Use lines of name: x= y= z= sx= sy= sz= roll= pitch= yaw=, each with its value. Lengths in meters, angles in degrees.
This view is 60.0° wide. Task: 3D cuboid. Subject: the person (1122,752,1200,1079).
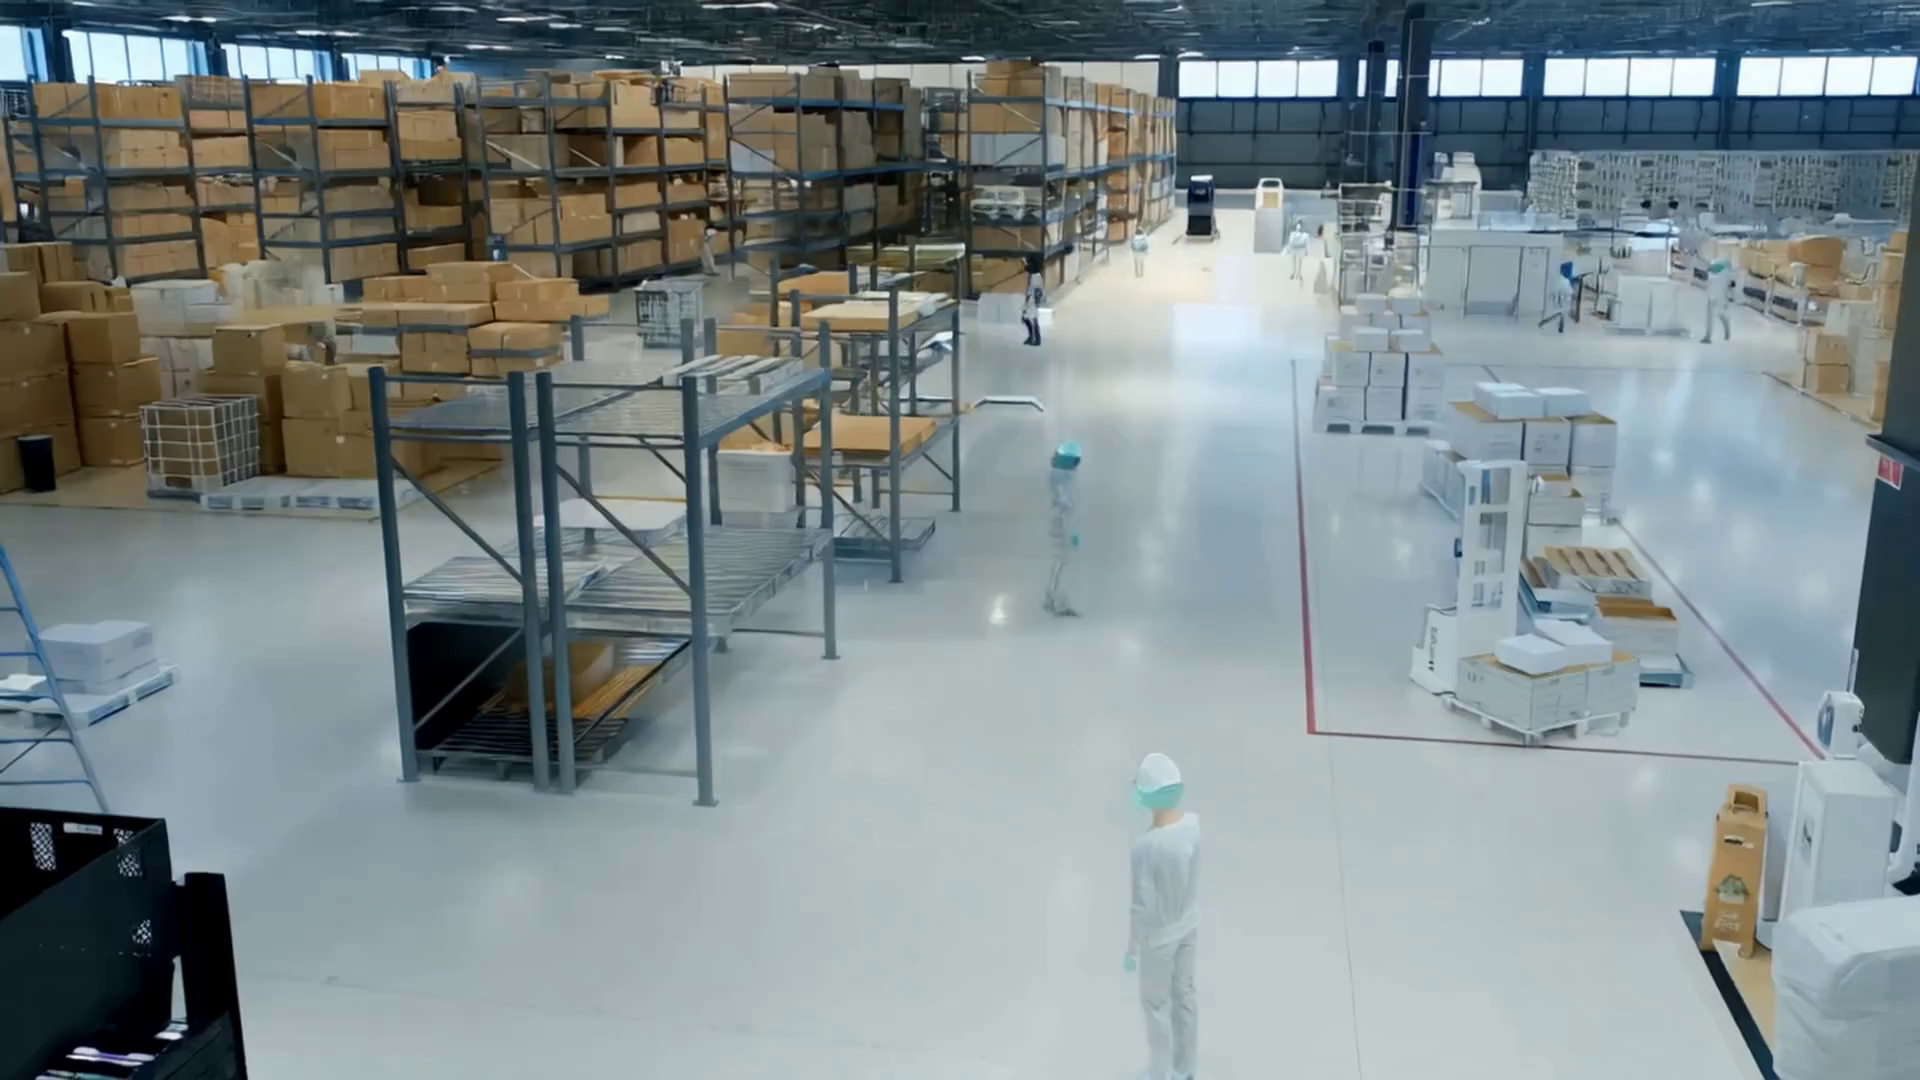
person: x=0.948 y=1.863 z=7.941 sx=0.329 sy=1.765 sz=0.526 roll=11 pitch=18 yaw=39

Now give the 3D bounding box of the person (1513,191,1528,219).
person: x=25.953 y=-15.216 z=77.053 sx=0.649 sy=1.873 sz=0.897 roll=-1 pitch=14 yaw=-4

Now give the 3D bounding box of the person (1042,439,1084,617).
person: x=1.019 y=-0.113 z=16.038 sx=0.351 sy=1.733 sz=0.527 roll=-4 pitch=14 yaw=-16

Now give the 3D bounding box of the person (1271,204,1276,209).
person: x=13.118 y=-13.323 z=69.916 sx=0.505 sy=1.609 sz=0.658 roll=13 pitch=19 yaw=43

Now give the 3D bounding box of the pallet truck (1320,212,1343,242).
pallet truck: x=15.874 y=-13.227 z=70.310 sx=0.680 sy=1.201 sz=1.601 roll=10 pitch=17 yaw=35

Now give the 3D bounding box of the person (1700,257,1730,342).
person: x=16.895 y=-5.348 z=36.993 sx=0.970 sy=1.881 sz=0.578 roll=-8 pitch=16 yaw=-30

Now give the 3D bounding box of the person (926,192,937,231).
person: x=-1.327 y=-15.408 z=77.750 sx=0.546 sy=1.919 sz=0.514 roll=2 pitch=14 yaw=6

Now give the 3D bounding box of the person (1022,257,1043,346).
person: x=1.552 y=-5.165 z=36.103 sx=0.505 sy=1.949 sz=0.608 roll=-3 pitch=14 yaw=-14

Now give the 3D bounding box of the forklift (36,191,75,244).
forklift: x=-27.258 y=-9.140 z=50.313 sx=1.129 sy=2.768 sz=1.873 roll=3 pitch=14 yaw=10

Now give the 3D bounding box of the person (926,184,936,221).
person: x=-1.538 y=-17.548 z=86.455 sx=0.408 sy=1.909 sz=0.638 roll=-10 pitch=17 yaw=-34

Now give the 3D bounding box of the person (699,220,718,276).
person: x=-7.808 y=-8.942 z=51.530 sx=0.653 sy=1.911 sz=0.405 roll=7 pitch=16 yaw=27

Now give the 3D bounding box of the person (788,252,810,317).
person: x=-3.986 y=-6.306 z=41.309 sx=0.842 sy=1.665 sz=0.531 roll=-12 pitch=18 yaw=-40

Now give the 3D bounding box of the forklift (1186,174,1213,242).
forklift: x=10.169 y=-14.051 z=70.250 sx=1.129 sy=2.768 sz=1.873 roll=2 pitch=14 yaw=10

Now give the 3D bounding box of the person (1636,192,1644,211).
person: x=33.352 y=-16.434 z=81.746 sx=0.382 sy=1.996 sz=0.608 roll=11 pitch=18 yaw=38

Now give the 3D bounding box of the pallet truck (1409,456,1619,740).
pallet truck: x=4.504 y=0.400 z=13.395 sx=0.823 sy=1.965 sz=1.885 roll=-6 pitch=15 yaw=-23

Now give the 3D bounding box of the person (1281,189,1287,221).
person: x=16.880 y=-17.497 z=86.636 sx=0.471 sy=1.713 sz=0.590 roll=8 pitch=16 yaw=30

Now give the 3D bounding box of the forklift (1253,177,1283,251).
forklift: x=12.083 y=-12.747 z=64.956 sx=1.129 sy=2.768 sz=1.873 roll=3 pitch=14 yaw=10

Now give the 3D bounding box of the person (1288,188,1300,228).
person: x=16.071 y=-15.942 z=79.947 sx=0.654 sy=1.910 sz=0.415 roll=12 pitch=18 yaw=41

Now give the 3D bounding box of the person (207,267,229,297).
person: x=-14.869 y=-4.494 z=33.386 sx=0.361 sy=1.939 sz=0.542 roll=1 pitch=14 yaw=3

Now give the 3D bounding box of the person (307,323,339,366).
person: x=-9.540 y=-2.344 z=24.963 sx=0.959 sy=1.803 sz=0.537 roll=7 pitch=15 yaw=26

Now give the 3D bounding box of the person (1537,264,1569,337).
person: x=13.556 y=-5.450 z=37.819 sx=0.622 sy=1.676 sz=0.548 roll=12 pitch=18 yaw=40

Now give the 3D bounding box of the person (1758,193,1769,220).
person: x=38.313 y=-15.768 z=79.462 sx=0.943 sy=1.802 sz=0.574 roll=5 pitch=15 yaw=20

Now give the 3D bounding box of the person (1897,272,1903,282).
person: x=20.404 y=-5.085 z=35.579 sx=0.689 sy=2.000 sz=0.539 roll=2 pitch=14 yaw=8

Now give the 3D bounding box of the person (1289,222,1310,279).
person: x=10.735 y=-9.142 z=52.570 sx=0.637 sy=1.782 sz=0.925 roll=4 pitch=14 yaw=14

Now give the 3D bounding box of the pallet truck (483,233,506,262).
pallet truck: x=-11.832 y=-7.026 z=43.548 sx=1.885 sy=1.965 sz=0.823 roll=8 pitch=16 yaw=28

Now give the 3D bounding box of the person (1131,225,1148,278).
person: x=5.697 y=-9.178 z=52.911 sx=0.550 sy=1.683 sz=0.424 roll=1 pitch=14 yaw=2
